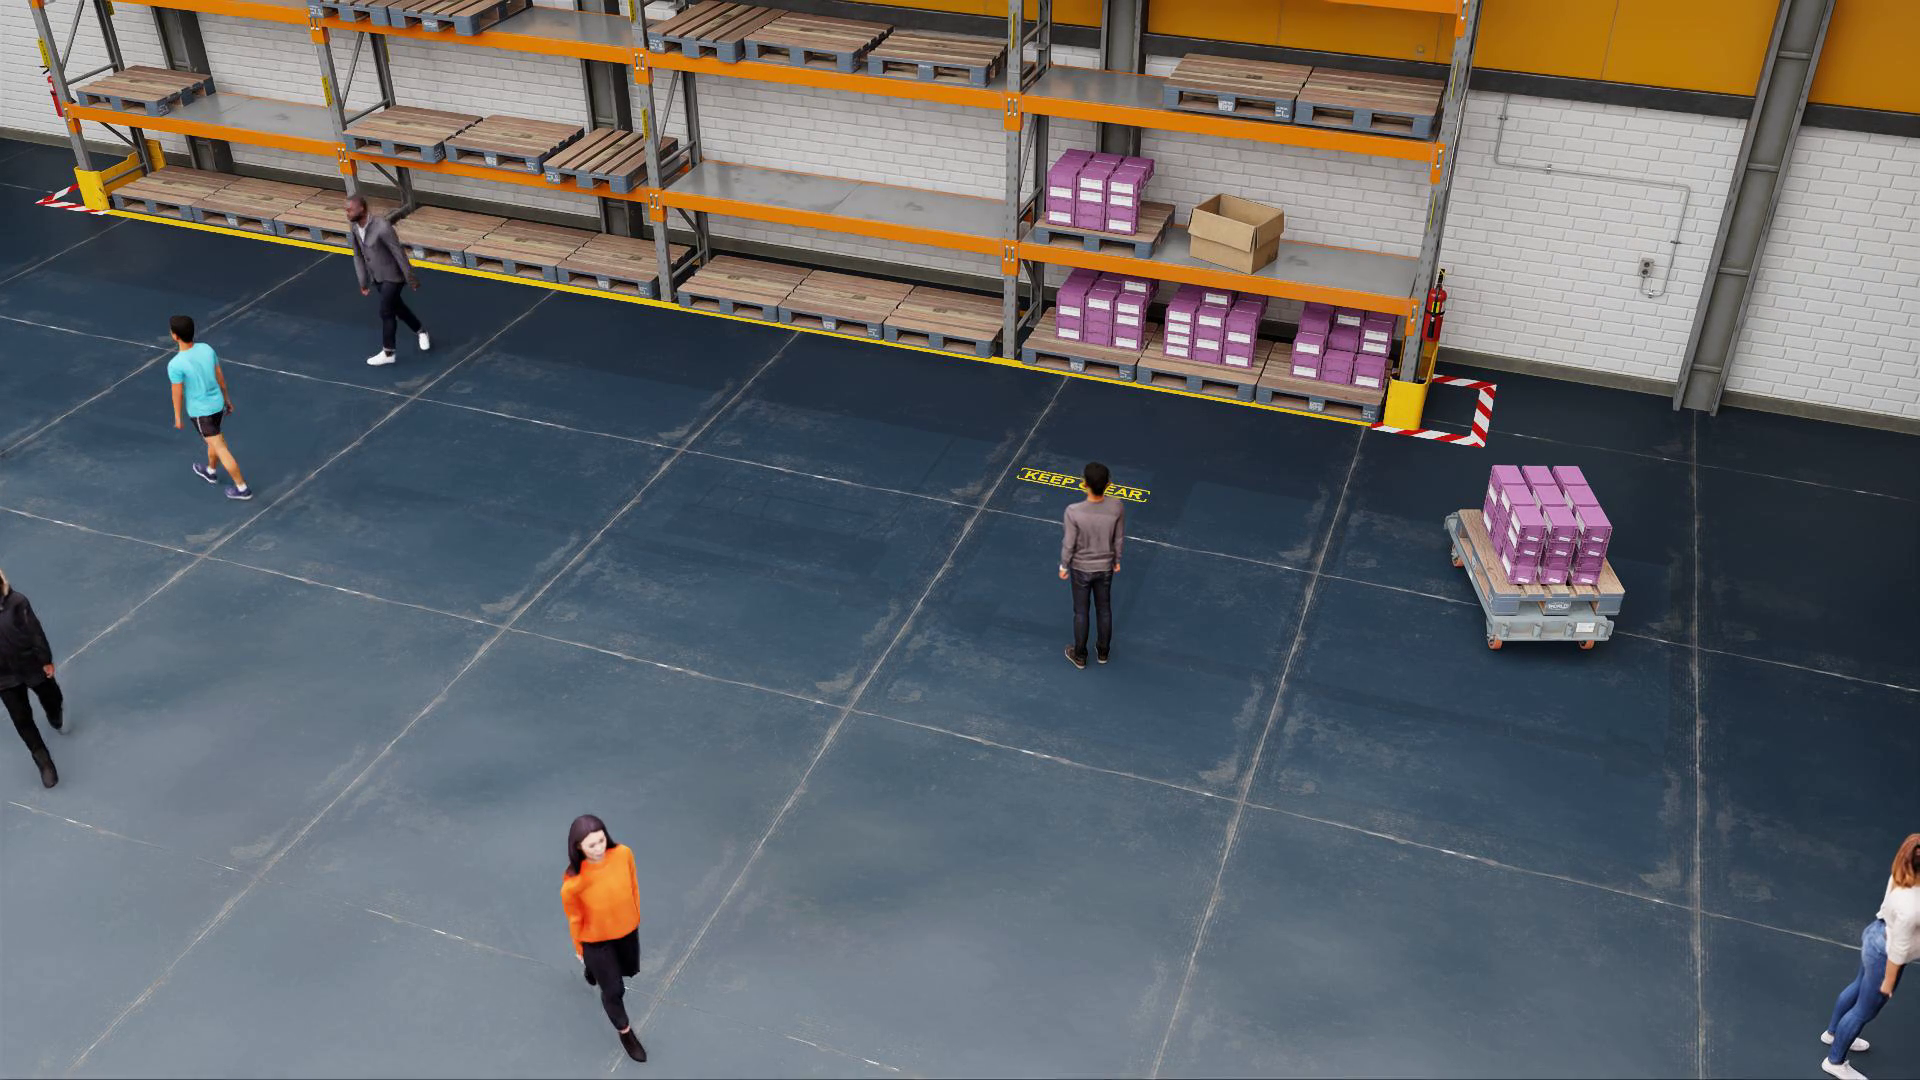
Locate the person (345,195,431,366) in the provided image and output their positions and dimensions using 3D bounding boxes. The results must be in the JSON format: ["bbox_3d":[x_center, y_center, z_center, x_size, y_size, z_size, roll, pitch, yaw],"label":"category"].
[{"bbox_3d":[-5.726,-2.670,16.862,1.064,1.762,0.985,17,37,23],"label":"person"}]

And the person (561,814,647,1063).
[{"bbox_3d":[-2.061,2.220,9.532,0.880,1.733,1.061,-28,43,-35],"label":"person"}]

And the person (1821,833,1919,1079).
[{"bbox_3d":[5.204,2.336,9.370,0.553,1.719,0.629,15,37,22],"label":"person"}]

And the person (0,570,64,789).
[{"bbox_3d":[-6.567,0.834,11.596,1.028,1.758,1.140,-17,37,-24],"label":"person"}]

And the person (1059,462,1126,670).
[{"bbox_3d":[0.997,0.197,12.546,0.668,1.766,0.775,19,38,27],"label":"person"}]

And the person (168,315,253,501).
[{"bbox_3d":[-6.509,-1.119,14.536,0.951,1.754,0.663,13,36,19],"label":"person"}]
